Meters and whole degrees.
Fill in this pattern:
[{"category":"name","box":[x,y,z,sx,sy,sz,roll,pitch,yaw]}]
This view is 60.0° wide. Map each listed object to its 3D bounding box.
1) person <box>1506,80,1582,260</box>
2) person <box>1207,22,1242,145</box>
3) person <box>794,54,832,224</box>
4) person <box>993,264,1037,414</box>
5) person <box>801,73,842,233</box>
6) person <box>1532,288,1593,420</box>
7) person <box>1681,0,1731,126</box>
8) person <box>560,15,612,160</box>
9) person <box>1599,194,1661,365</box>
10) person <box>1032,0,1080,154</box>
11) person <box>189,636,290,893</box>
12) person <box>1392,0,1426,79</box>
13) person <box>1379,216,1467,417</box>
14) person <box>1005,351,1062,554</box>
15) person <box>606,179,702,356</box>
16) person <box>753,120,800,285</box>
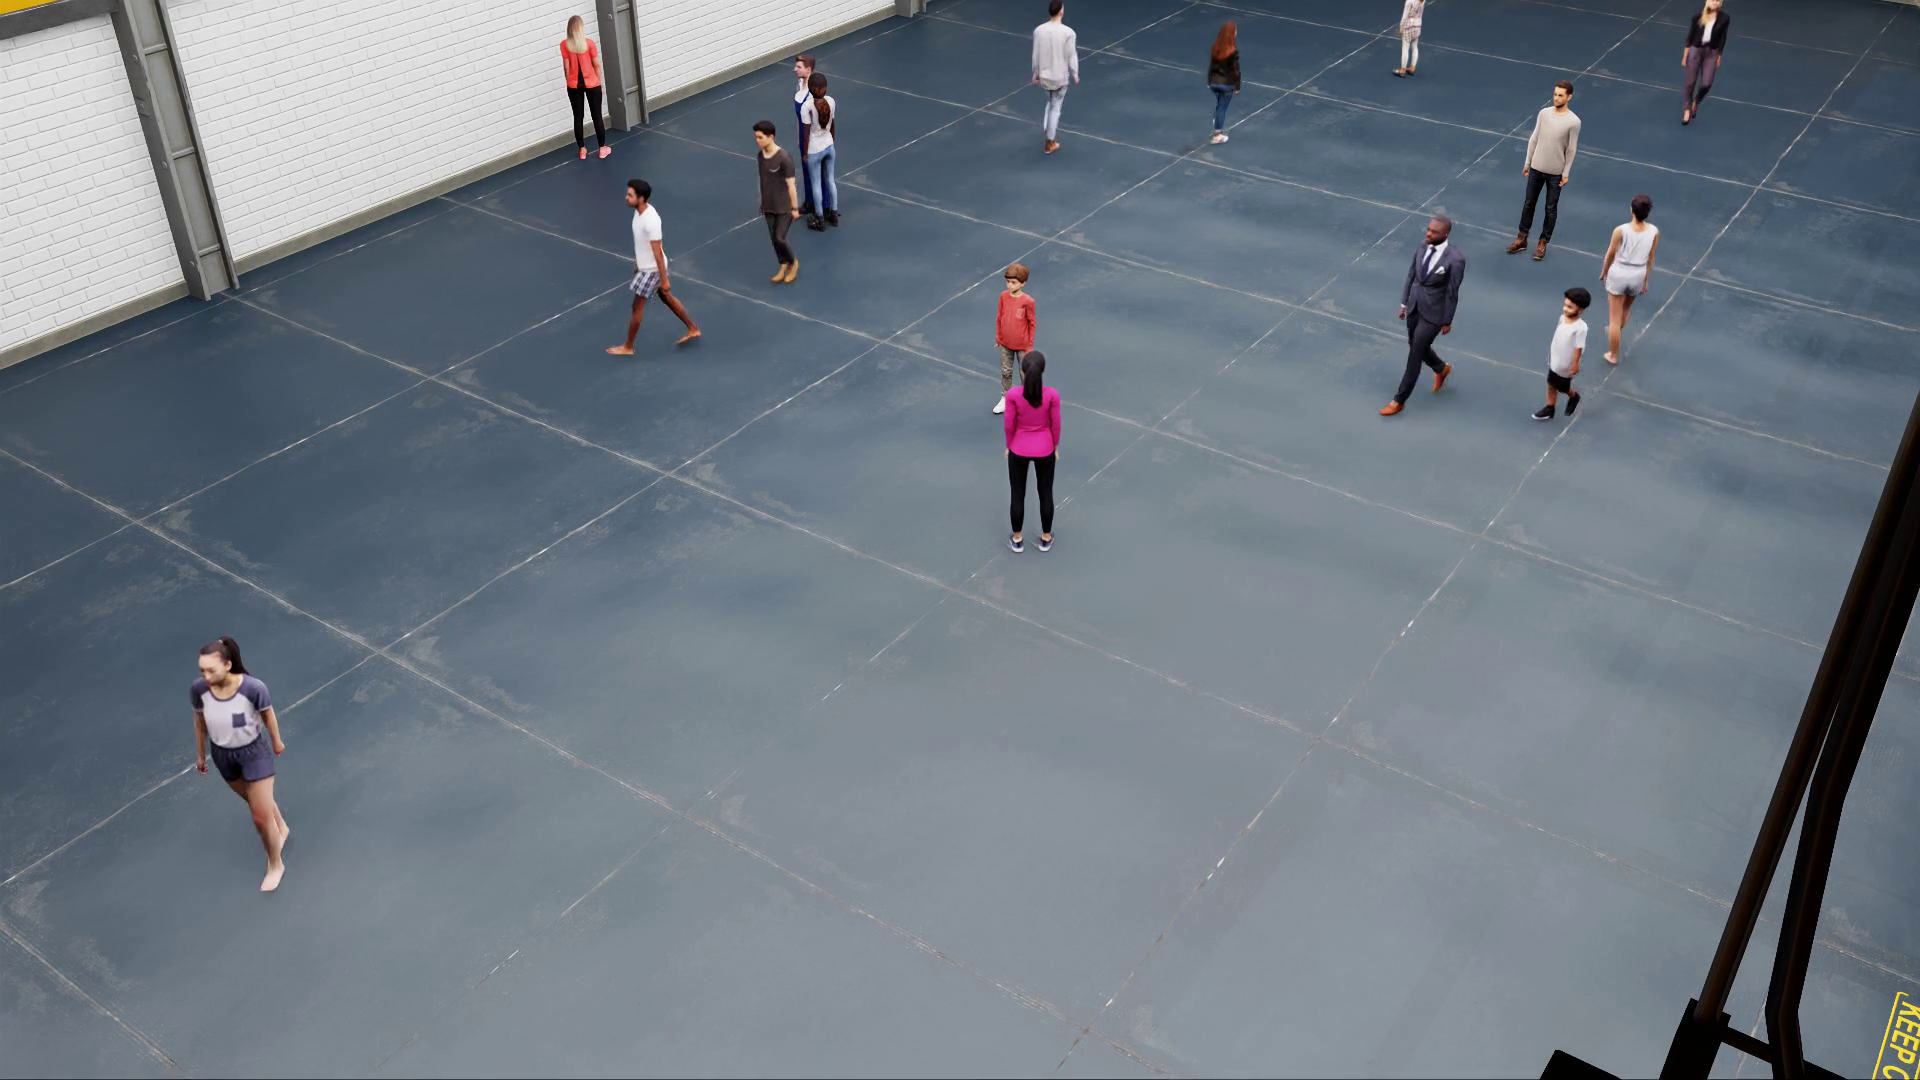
[{"category":"person","box":[6.120,-3.865,17.303,0.659,1.868,0.582,24,41,32]},{"category":"person","box":[3.142,-5.525,20.159,0.623,1.471,0.624,-28,42,-35]},{"category":"person","box":[-1.608,-4.390,18.109,0.708,1.849,0.708,-19,38,-26]},{"category":"person","box":[0.492,-1.747,14.526,0.535,1.416,0.495,16,37,23]},{"category":"person","box":[-1.508,-4.193,17.930,0.528,1.719,0.691,-27,42,-34]},{"category":"person","box":[5.312,-1.612,14.472,0.742,1.249,0.648,-15,36,-21]},{"category":"person","box":[9.253,-6.019,20.728,0.664,1.664,0.649,13,36,19]},{"category":"person","box":[-4.460,-5.371,19.726,0.675,1.694,0.706,0,34,-1]},{"category":"person","box":[6.148,-2.366,15.299,0.835,1.591,0.975,1,34,1]},{"category":"person","box":[1.097,-5.500,19.803,0.691,1.824,0.631,19,38,26]},{"category":"person","box":[-4.206,1.230,9.852,0.784,1.631,0.892,6,34,8]},{"category":"person","box":[6.088,-6.908,22.385,0.539,1.310,0.645,-21,39,-28]},{"category":"person","box":[4.137,-1.983,14.541,1.244,1.791,1.009,-18,38,-25]},{"category":"person","box":[0.549,-0.671,12.651,0.689,1.698,0.730,0,34,0]},{"category":"person","box":[-2.787,-2.528,15.457,1.245,1.685,1.080,-12,35,-17]},{"category":"person","box":[-1.785,-3.431,16.804,0.662,1.699,0.599,25,41,32]}]
